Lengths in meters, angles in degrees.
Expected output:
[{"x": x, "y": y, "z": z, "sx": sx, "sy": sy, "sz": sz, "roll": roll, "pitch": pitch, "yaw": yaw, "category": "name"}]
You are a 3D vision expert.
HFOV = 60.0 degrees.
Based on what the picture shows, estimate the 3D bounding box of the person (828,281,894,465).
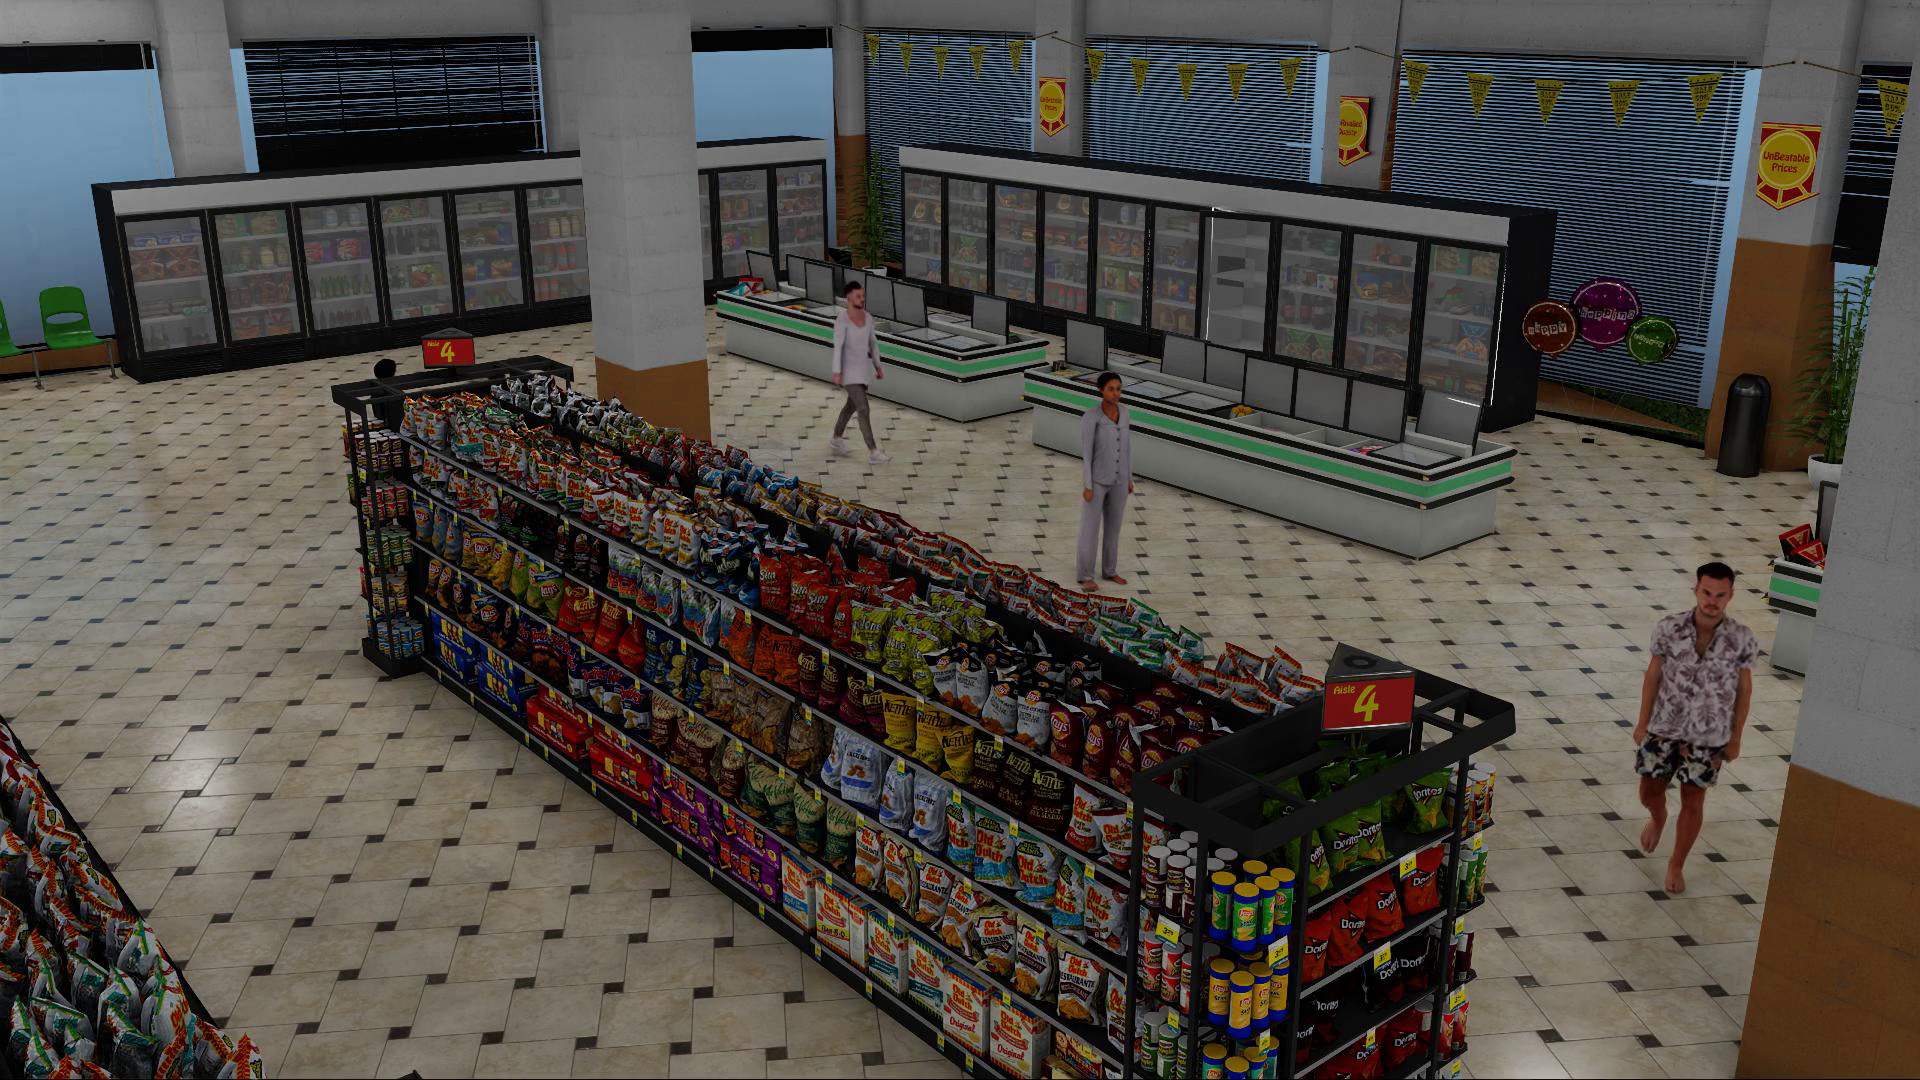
[{"x": -1.102, "y": -1.674, "z": 16.631, "sx": 1.198, "sy": 1.798, "sz": 0.861, "roll": 14, "pitch": 23, "yaw": 35, "category": "person"}]

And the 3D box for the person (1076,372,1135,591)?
[{"x": 1.151, "y": -0.489, "z": 13.215, "sx": 0.661, "sy": 1.736, "sz": 0.586, "roll": -11, "pitch": 21, "yaw": -29, "category": "person"}]

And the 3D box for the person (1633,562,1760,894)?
[{"x": 3.876, "y": 0.949, "z": 8.841, "sx": 0.847, "sy": 1.804, "sz": 0.906, "roll": 9, "pitch": 21, "yaw": 24, "category": "person"}]

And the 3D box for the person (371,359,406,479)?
[{"x": -5.429, "y": -1.130, "z": 15.910, "sx": 0.594, "sy": 1.228, "sz": 0.646, "roll": 0, "pitch": 19, "yaw": 0, "category": "person"}]
